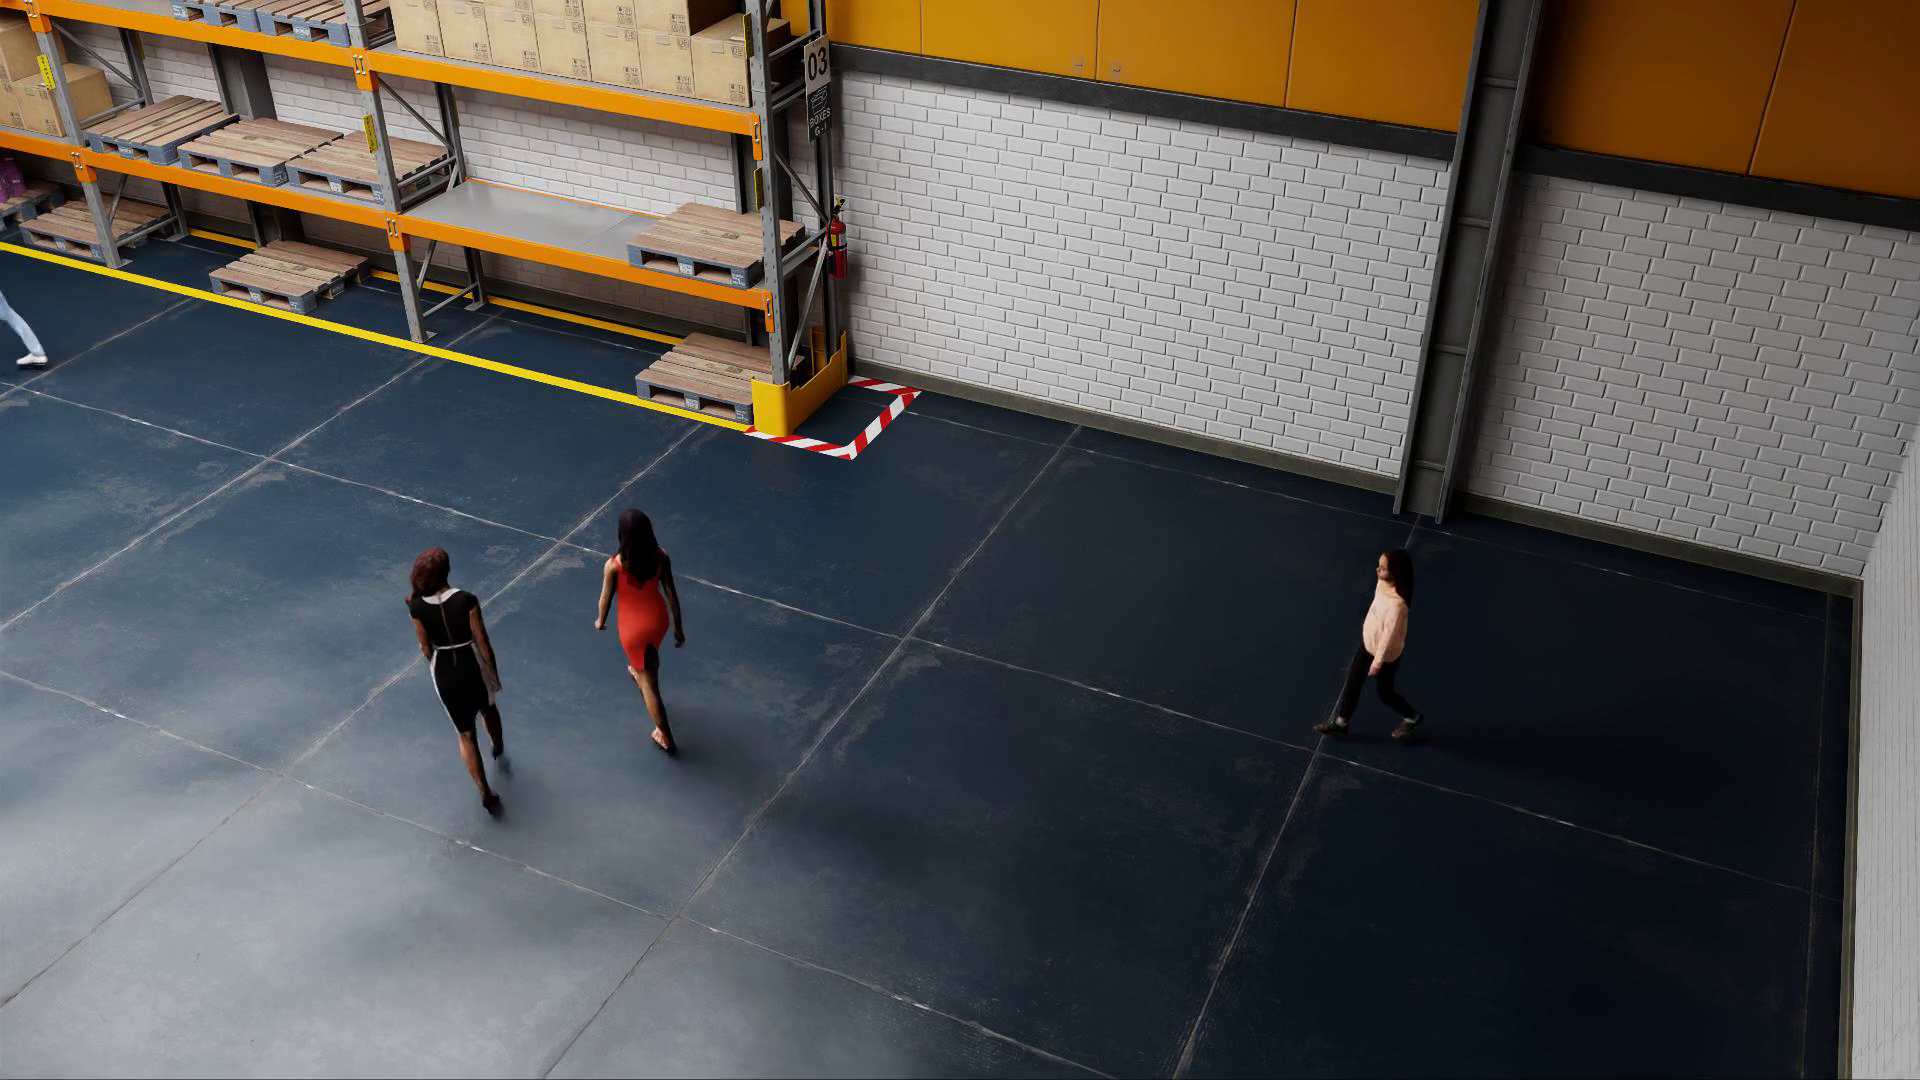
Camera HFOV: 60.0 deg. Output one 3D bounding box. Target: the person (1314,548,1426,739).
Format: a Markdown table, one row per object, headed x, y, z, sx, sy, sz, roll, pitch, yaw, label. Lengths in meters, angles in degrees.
| x | y | z | sx | sy | sz | roll | pitch | yaw | label |
| --- | --- | --- | --- | --- | --- | --- | --- | --- | --- |
| 2.752 | 0.704 | 10.625 | 1.025 | 1.461 | 0.887 | -6 | 34 | -9 | person |

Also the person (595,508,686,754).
| x | y | z | sx | sy | sz | roll | pitch | yaw | label |
| --- | --- | --- | --- | --- | --- | --- | --- | --- | --- |
| -1.967 | 0.621 | 10.556 | 0.941 | 1.676 | 1.156 | -23 | 40 | -30 | person |

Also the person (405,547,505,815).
| x | y | z | sx | sy | sz | roll | pitch | yaw | label |
| --- | --- | --- | --- | --- | --- | --- | --- | --- | --- |
| -3.007 | 0.920 | 10.032 | 1.001 | 1.758 | 1.007 | -6 | 34 | -8 | person |
